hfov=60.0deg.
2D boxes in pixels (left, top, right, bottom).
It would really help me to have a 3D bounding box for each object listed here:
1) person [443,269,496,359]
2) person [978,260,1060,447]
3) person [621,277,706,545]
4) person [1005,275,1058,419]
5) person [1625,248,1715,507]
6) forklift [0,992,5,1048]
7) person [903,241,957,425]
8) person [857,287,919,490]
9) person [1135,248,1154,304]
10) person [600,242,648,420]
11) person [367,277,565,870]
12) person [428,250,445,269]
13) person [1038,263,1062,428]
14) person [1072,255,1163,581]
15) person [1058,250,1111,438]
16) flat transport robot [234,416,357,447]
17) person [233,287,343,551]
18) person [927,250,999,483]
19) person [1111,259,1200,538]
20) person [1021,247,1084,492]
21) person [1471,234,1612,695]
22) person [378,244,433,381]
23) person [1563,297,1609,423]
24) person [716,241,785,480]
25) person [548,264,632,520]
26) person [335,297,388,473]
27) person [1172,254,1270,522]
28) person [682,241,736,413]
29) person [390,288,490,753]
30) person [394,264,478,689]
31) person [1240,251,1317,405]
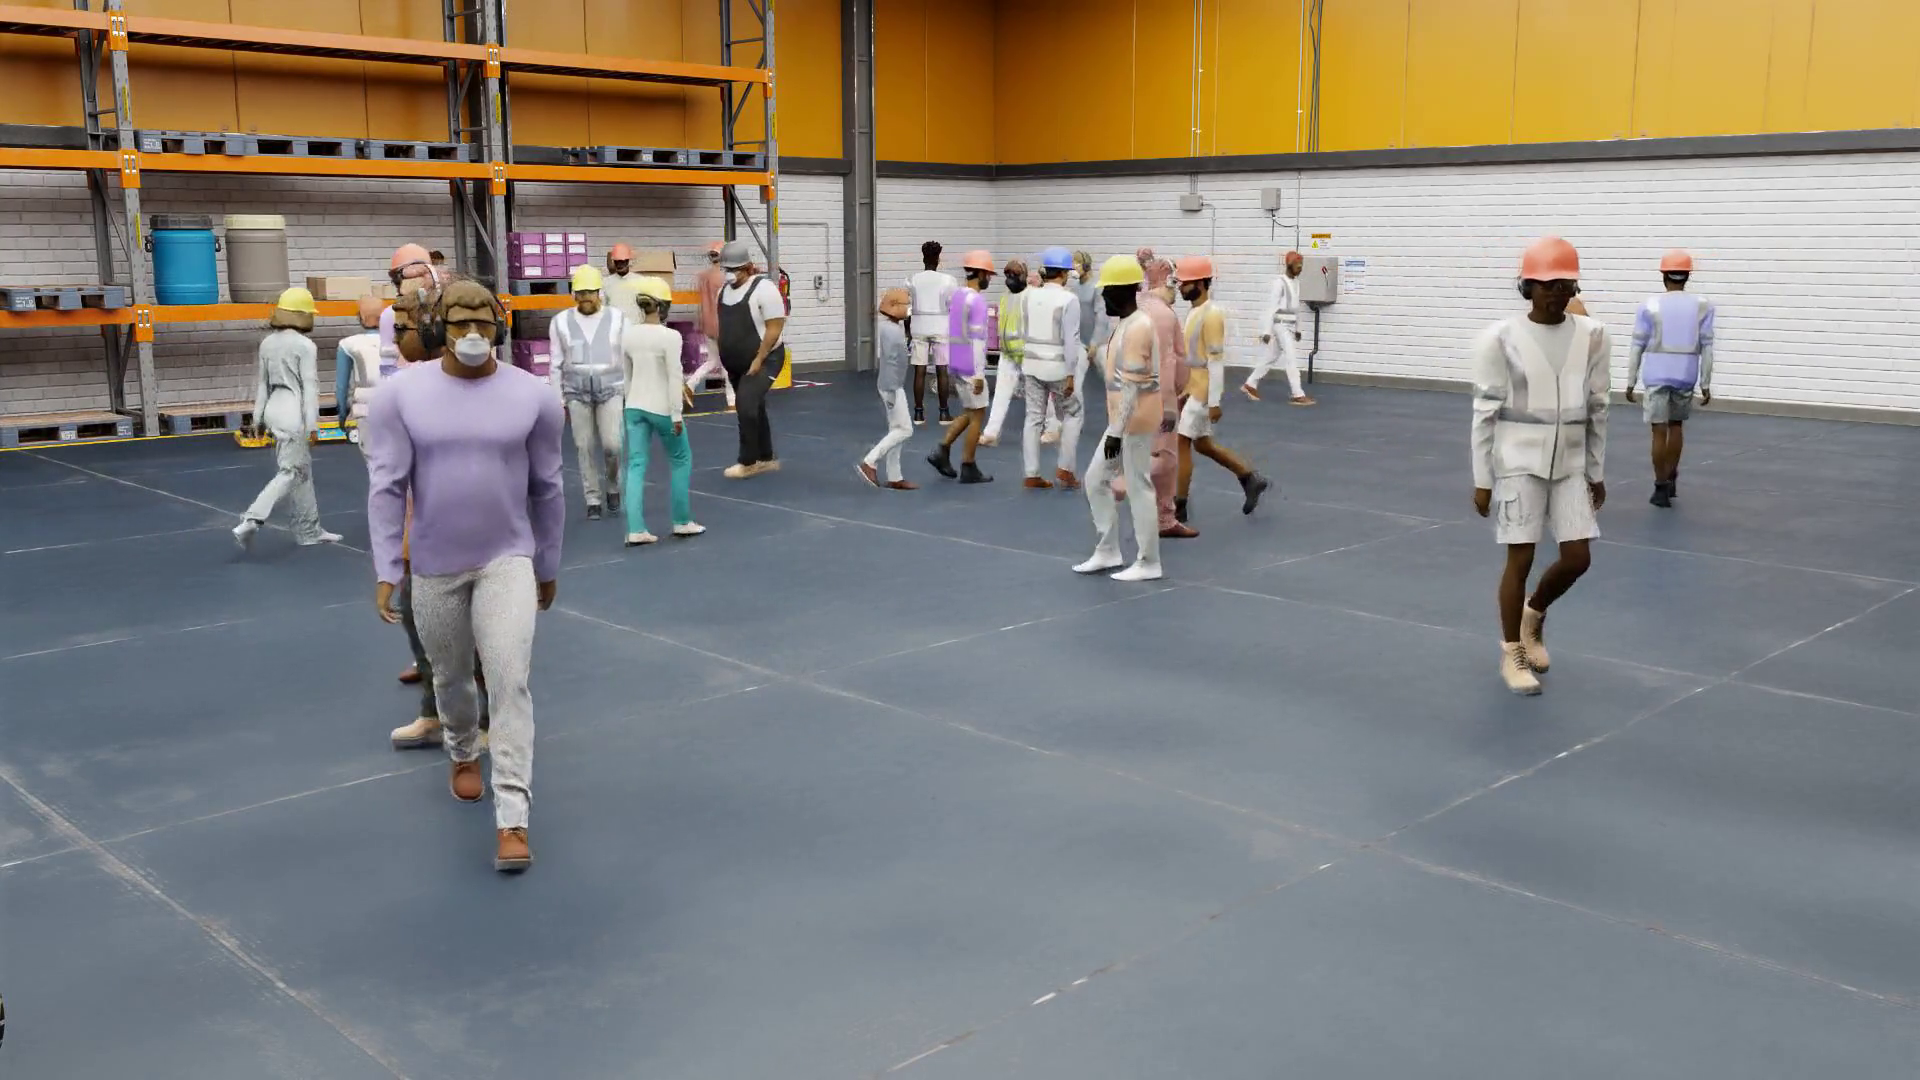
[{"bbox_3d":[-3.501,-0.971,11.533,0.647,1.791,0.980,-7,13,-35],"label":"person"},{"bbox_3d":[0.591,-1.783,15.990,0.998,1.787,0.631,-9,14,-42],"label":"person"},{"bbox_3d":[-1.972,-0.852,10.982,0.544,1.736,0.741,6,12,29],"label":"person"},{"bbox_3d":[0.711,-2.127,18.365,0.835,1.598,0.571,-7,13,-34],"label":"person"},{"bbox_3d":[5.315,-1.221,12.524,0.574,1.916,0.617,2,11,8],"label":"person"},{"bbox_3d":[-3.245,0.323,3.363,2.313,2.155,1.214,2,11,13],"label":"forklift"},{"bbox_3d":[-0.308,-2.213,17.813,0.613,1.965,0.361,2,11,8],"label":"person"},{"bbox_3d":[-0.551,-1.181,13.134,0.406,1.620,0.504,0,10,-2],"label":"person"},{"bbox_3d":[2.255,-2.656,20.525,0.396,1.875,0.814,5,11,23],"label":"person"},{"bbox_3d":[-3.658,-2.311,18.410,0.622,1.954,1.001,1,10,3],"label":"person"},{"bbox_3d":[-1.641,0.064,5.614,0.634,1.899,1.006,-3,11,-14],"label":"person"},{"bbox_3d":[-5.629,-2.170,17.891,0.508,1.858,0.334,-10,14,-43],"label":"person"},{"bbox_3d":[0.943,-2.068,17.571,0.326,1.769,0.524,-7,12,-32],"label":"person"},{"bbox_3d":[0.901,-0.688,9.680,0.653,1.906,0.588,-1,10,-5],"label":"person"},{"bbox_3d":[1.367,-1.990,16.858,1.053,1.883,0.640,-8,13,-38],"label":"person"},{"bbox_3d":[-6.299,-1.081,16.270,1.431,0.197,0.652,-6,12,-28],"label":"flat transport robot"},{"bbox_3d":[-4.338,-0.755,10.593,0.526,1.701,0.803,7,12,33],"label":"person"},{"bbox_3d":[0.045,-1.411,13.621,0.595,1.907,0.555,-5,11,-24],"label":"person"},{"bbox_3d":[1.248,-0.923,11.027,0.664,1.870,0.653,-1,10,-3],"label":"person"},{"bbox_3d":[0.743,-1.342,13.168,0.625,1.921,0.634,9,14,40],"label":"person"},{"bbox_3d":[2.560,-0.323,7.346,0.629,2.023,0.452,-1,10,-4],"label":"person"},{"bbox_3d":[-3.304,-0.820,10.248,1.076,1.968,0.698,5,12,26],"label":"person"},{"bbox_3d":[4.365,-0.946,11.919,0.529,1.587,0.872,2,11,12],"label":"person"},{"bbox_3d":[-1.768,-1.522,13.842,0.701,2.000,0.830,9,14,42],"label":"person"},{"bbox_3d":[-2.600,-1.036,11.798,0.622,1.816,0.429,-1,10,-7],"label":"person"},{"bbox_3d":[-3.958,-0.839,11.299,0.522,1.603,0.798,-6,12,-30],"label":"person"},{"bbox_3d":[1.777,-1.059,11.739,0.854,1.904,0.553,-1,10,-7],"label":"person"},{"bbox_3d":[-2.805,-2.405,18.884,0.752,1.964,0.621,-9,14,-41],"label":"person"},{"bbox_3d":[-2.022,-0.045,6.385,0.643,1.821,0.504,-4,11,-20],"label":"person"},{"bbox_3d":[-2.333,-0.256,7.334,0.497,1.892,0.672,-9,14,-42],"label":"person"},{"bbox_3d":[3.838,-2.559,20.052,0.975,1.851,0.606,6,12,31],"label":"person"}]
